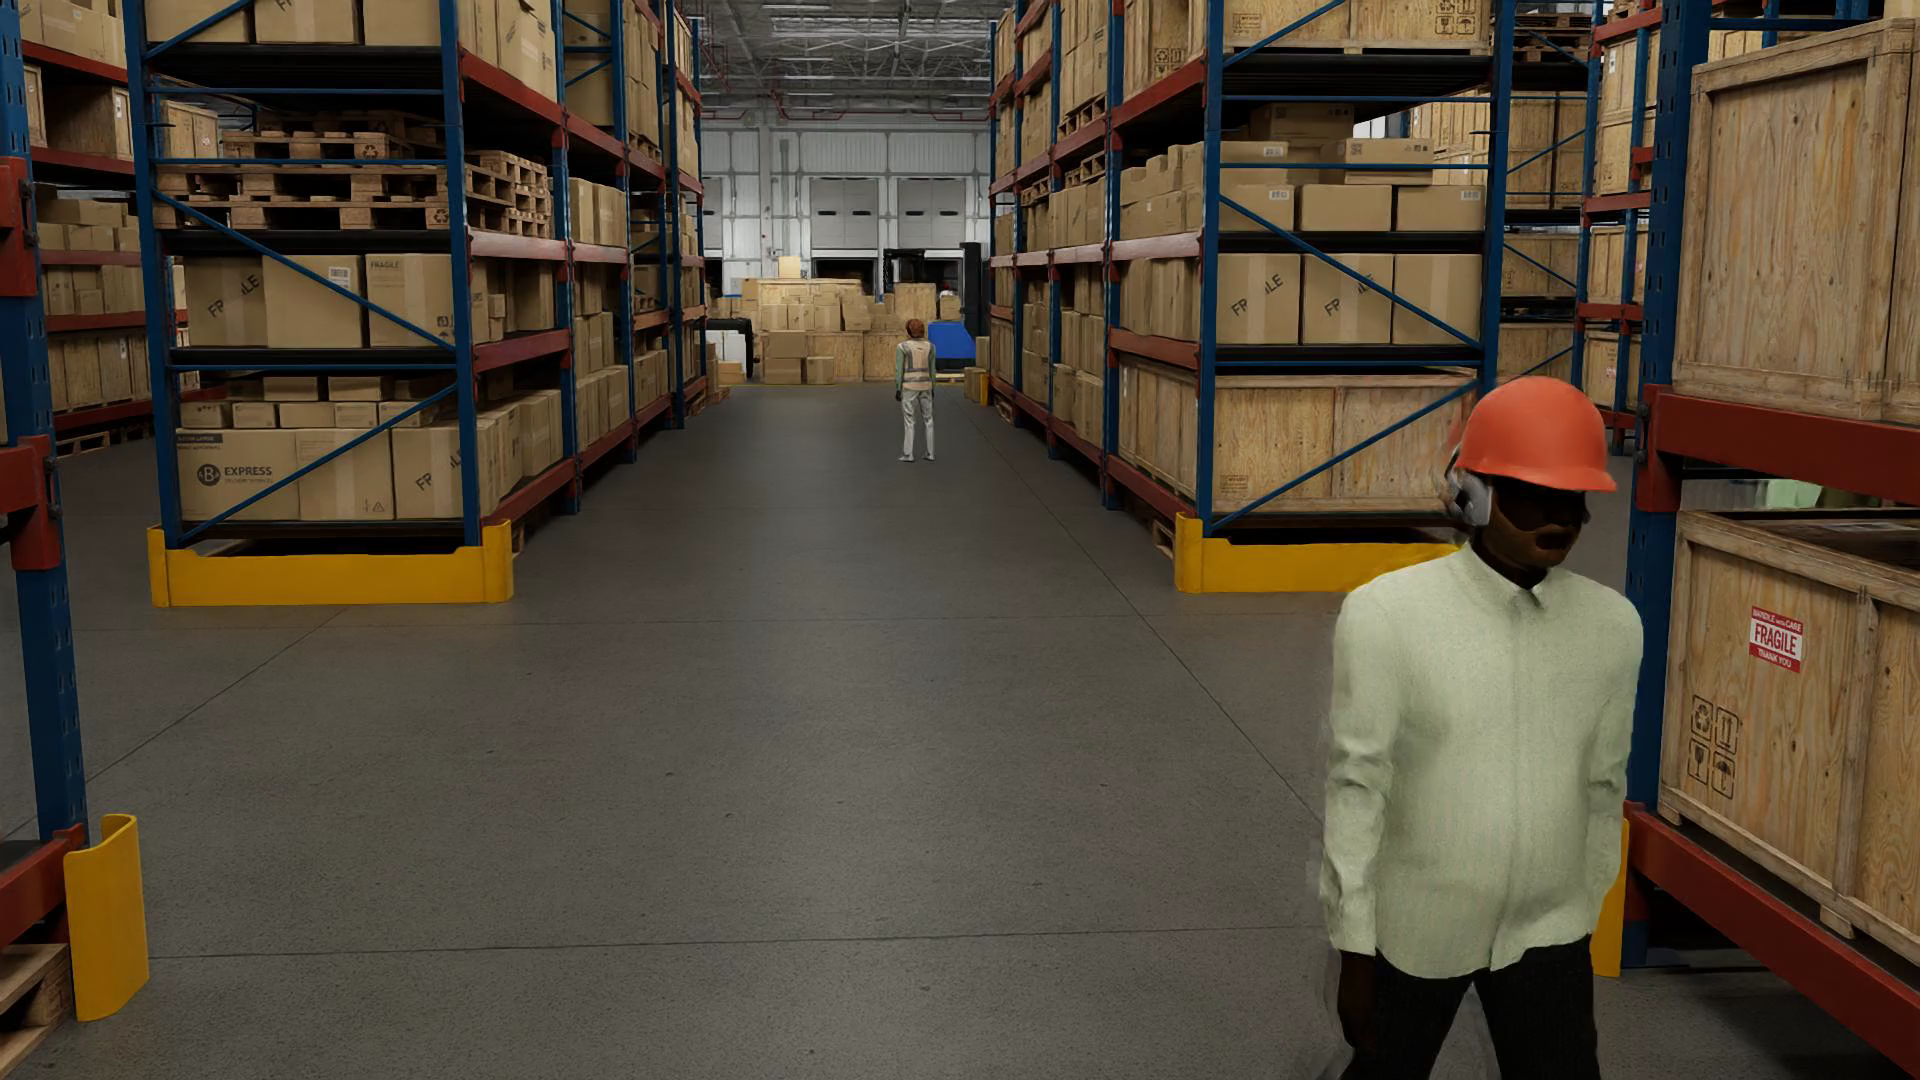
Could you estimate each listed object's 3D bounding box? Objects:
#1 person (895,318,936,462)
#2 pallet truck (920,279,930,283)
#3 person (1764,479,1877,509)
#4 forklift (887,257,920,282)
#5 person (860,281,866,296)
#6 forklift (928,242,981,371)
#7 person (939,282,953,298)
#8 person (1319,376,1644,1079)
[{"bbox_3d":[-0.498,-1.697,18.911,0.511,1.630,0.315,-5,10,-30],"label":"person"},{"bbox_3d":[-0.932,-8.922,63.114,1.885,1.965,0.823,2,9,13],"label":"pallet truck"},{"bbox_3d":[3.169,0.246,6.048,0.530,1.831,0.595,0,9,3],"label":"person"},{"bbox_3d":[-1.517,-6.422,44.653,1.129,2.768,1.873,-1,9,-4],"label":"forklift"},{"bbox_3d":[-3.463,-8.022,57.711,0.681,1.922,0.642,-3,10,-18],"label":"person"},{"bbox_3d":[0.257,-5.104,36.376,1.873,2.768,1.129,1,9,5],"label":"forklift"},{"bbox_3d":[-0.462,-8.053,58.057,0.617,1.868,0.410,4,10,25],"label":"person"},{"bbox_3d":[0.918,0.663,3.085,0.620,1.958,0.981,-1,9,-8],"label":"person"}]
